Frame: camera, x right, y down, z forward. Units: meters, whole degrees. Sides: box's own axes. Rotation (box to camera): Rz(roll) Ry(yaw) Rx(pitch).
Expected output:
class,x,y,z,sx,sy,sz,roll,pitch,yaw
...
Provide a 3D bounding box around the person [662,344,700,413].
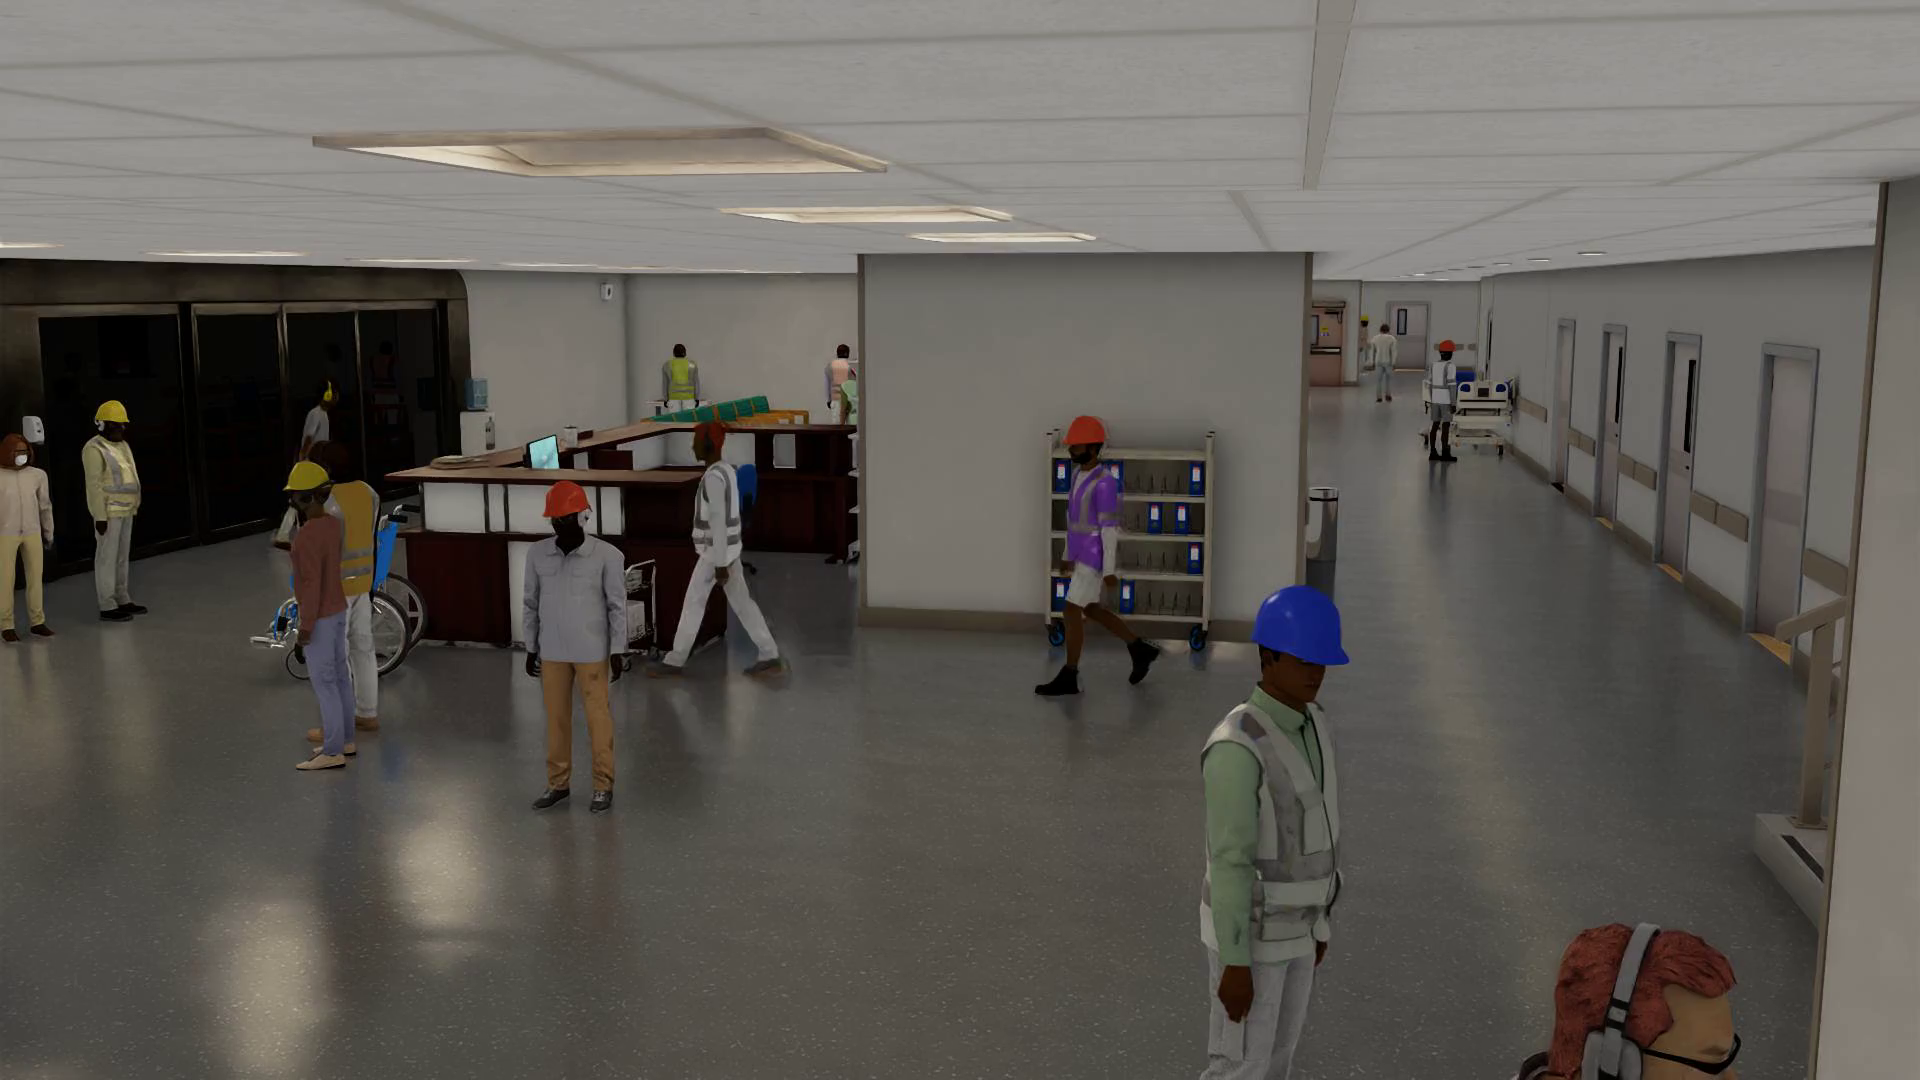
class,x,y,z,sx,sy,sz,roll,pitch,yaw
person,-4.671,-2.367,27.877,0.621,1.837,0.429,-1,9,-7

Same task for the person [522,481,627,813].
class,x,y,z,sx,sy,sz,roll,pitch,yaw
person,-2.032,0.558,8.727,0.572,1.750,0.330,2,9,11

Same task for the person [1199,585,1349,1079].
class,x,y,z,sx,sy,sz,roll,pitch,yaw
person,0.875,1.079,4.635,0.402,1.943,0.608,6,10,33

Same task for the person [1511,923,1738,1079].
class,x,y,z,sx,sy,sz,roll,pitch,yaw
person,0.884,1.448,2.322,0.401,1.904,0.651,2,9,16

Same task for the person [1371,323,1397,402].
class,x,y,z,sx,sy,sz,roll,pitch,yaw
person,10.368,-4.322,40.559,0.656,1.917,0.708,5,10,32

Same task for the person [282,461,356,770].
class,x,y,z,sx,sy,sz,roll,pitch,yaw
person,-3.685,0.431,9.535,0.314,1.767,0.534,0,9,-3

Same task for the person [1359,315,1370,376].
class,x,y,z,sx,sy,sz,roll,pitch,yaw
person,12.850,-6.189,52.945,0.420,1.916,0.606,5,10,31

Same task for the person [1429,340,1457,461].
class,x,y,z,sx,sy,sz,roll,pitch,yaw
person,7.731,-2.221,26.565,0.361,1.938,0.545,-5,10,-29

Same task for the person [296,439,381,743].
class,x,y,z,sx,sy,sz,roll,pitch,yaw
person,-3.788,0.307,10.108,0.429,1.841,0.636,3,9,17

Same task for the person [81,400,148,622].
class,x,y,z,sx,sy,sz,roll,pitch,yaw
person,-7.015,-0.246,13.817,0.404,1.828,0.591,0,9,-2

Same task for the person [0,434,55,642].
class,x,y,z,sx,sy,sz,roll,pitch,yaw
person,-7.353,-0.022,13.011,0.286,1.627,0.505,7,11,37

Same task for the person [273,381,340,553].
class,x,y,z,sx,sy,sz,roll,pitch,yaw
person,-6.720,-0.762,17.401,1.044,1.787,0.517,-3,9,-22

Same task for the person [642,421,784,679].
class,x,y,z,sx,sy,sz,roll,pitch,yaw
person,-1.708,0.080,11.659,1.007,1.833,0.593,1,9,4

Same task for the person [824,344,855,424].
class,x,y,z,sx,sy,sz,roll,pitch,yaw
person,-1.928,-2.331,27.638,0.621,1.837,0.429,2,9,11

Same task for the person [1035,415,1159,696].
class,x,y,z,sx,sy,sz,roll,pitch,yaw
person,0.952,0.100,11.279,0.858,1.910,0.549,-2,9,-13
